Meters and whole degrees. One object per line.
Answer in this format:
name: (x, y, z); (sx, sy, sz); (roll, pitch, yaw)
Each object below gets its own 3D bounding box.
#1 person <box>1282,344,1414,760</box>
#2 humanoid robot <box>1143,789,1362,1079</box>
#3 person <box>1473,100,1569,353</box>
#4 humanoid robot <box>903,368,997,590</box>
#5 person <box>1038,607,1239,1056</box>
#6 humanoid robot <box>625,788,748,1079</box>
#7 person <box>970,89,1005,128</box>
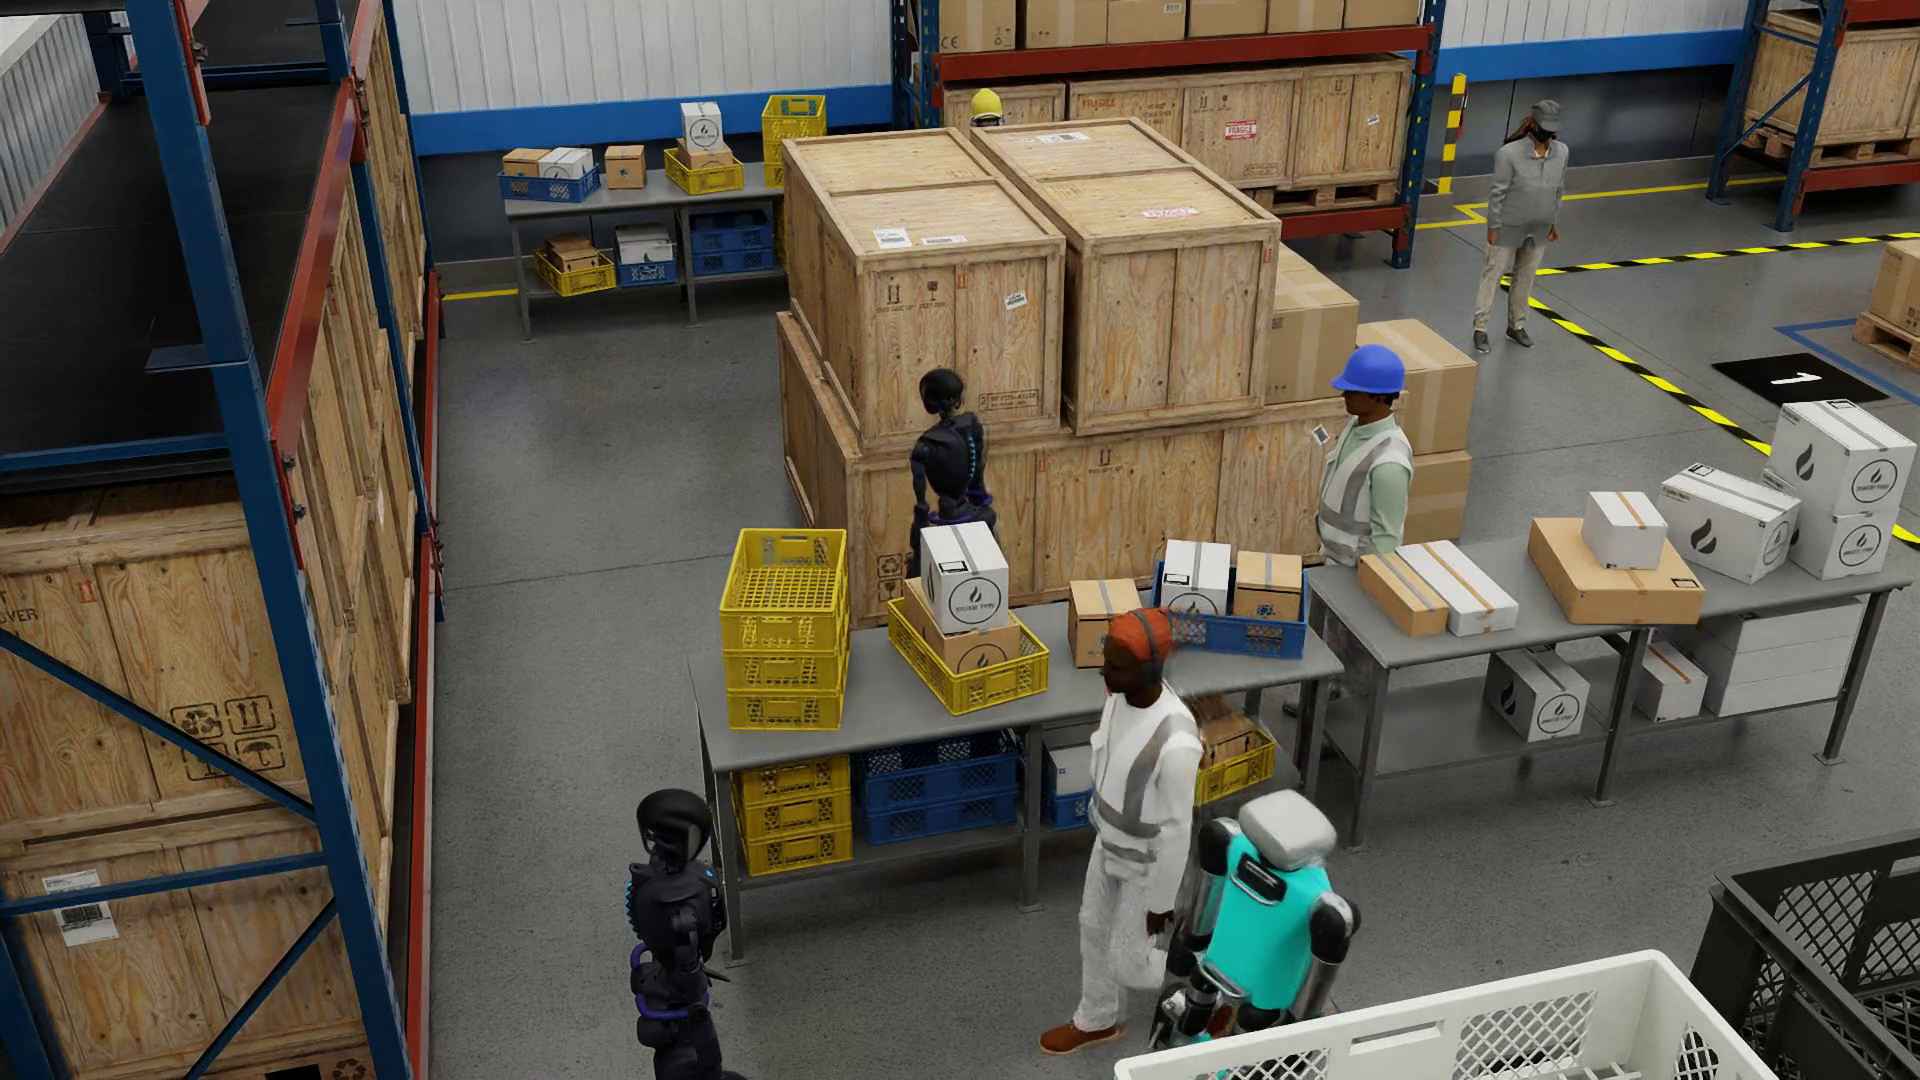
person: (1.725, 0.057, 7.273); (0.386, 1.948, 0.603); (-2, 29, -4)
humanoid robot: (0.640, 1.593, 4.739); (0.839, 1.801, 0.566); (-23, 36, -35)
person: (3.881, -2.175, 11.514); (0.562, 1.763, 0.402); (-7, 30, -13)
humanoid robot: (0.001, -0.014, 7.694); (0.388, 1.642, 0.602); (17, 33, 28)
person: (0.639, 1.032, 5.598); (0.650, 1.868, 0.584); (-8, 30, -15)
humanoid robot: (-0.827, 1.436, 5.040); (0.315, 1.653, 0.599); (-7, 30, -13)
person: (0.188, -2.174, 11.447); (0.589, 1.827, 0.404); (-15, 32, -25)
